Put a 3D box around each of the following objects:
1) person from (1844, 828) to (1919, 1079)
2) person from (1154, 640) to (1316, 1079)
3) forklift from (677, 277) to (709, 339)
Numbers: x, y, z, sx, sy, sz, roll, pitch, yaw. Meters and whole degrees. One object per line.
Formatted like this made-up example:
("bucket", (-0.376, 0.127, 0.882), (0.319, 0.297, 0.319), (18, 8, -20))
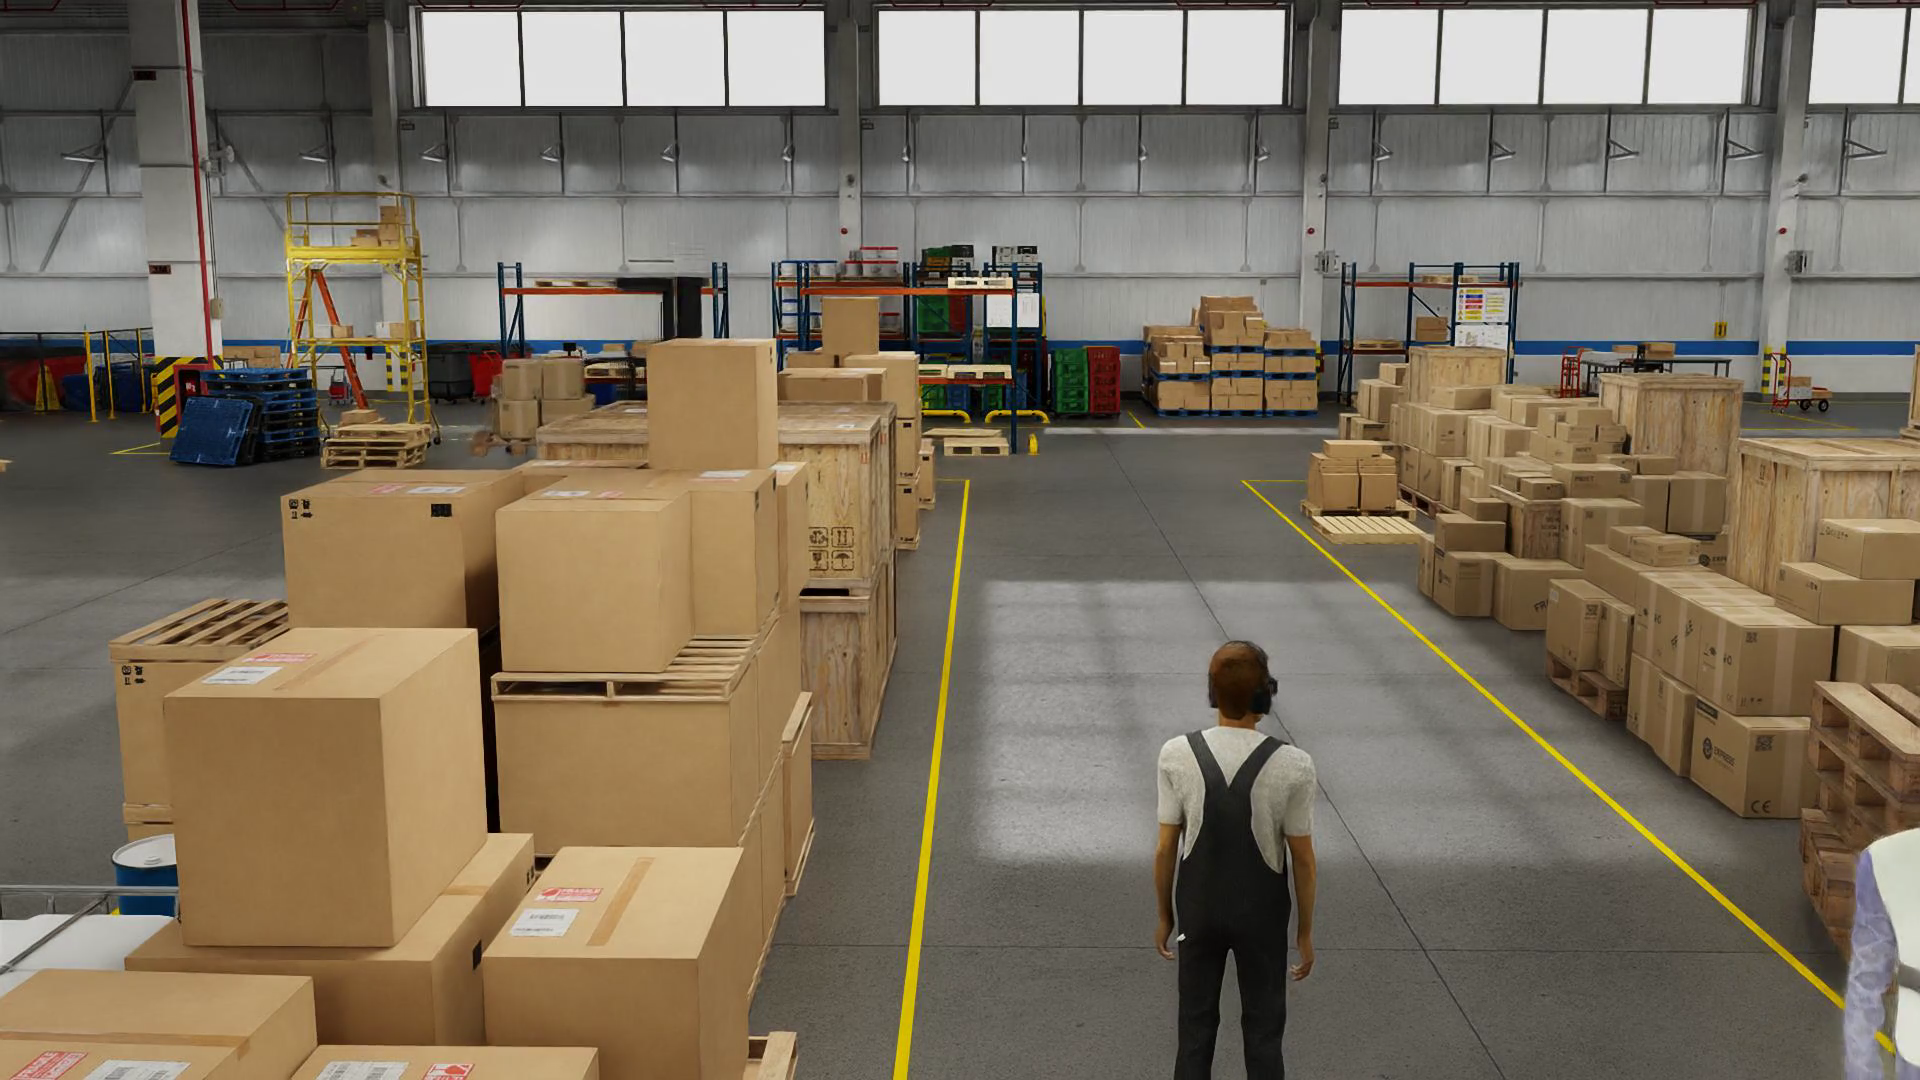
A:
("person", (2.591, 1.389, 4.249), (0.614, 1.896, 0.466), (4, 10, 23))
("person", (0.880, 1.232, 5.356), (0.517, 1.841, 0.324), (3, 10, 18))
("forklift", (-3.855, -2.395, 23.983), (1.873, 2.768, 1.129), (-2, 10, -12))
